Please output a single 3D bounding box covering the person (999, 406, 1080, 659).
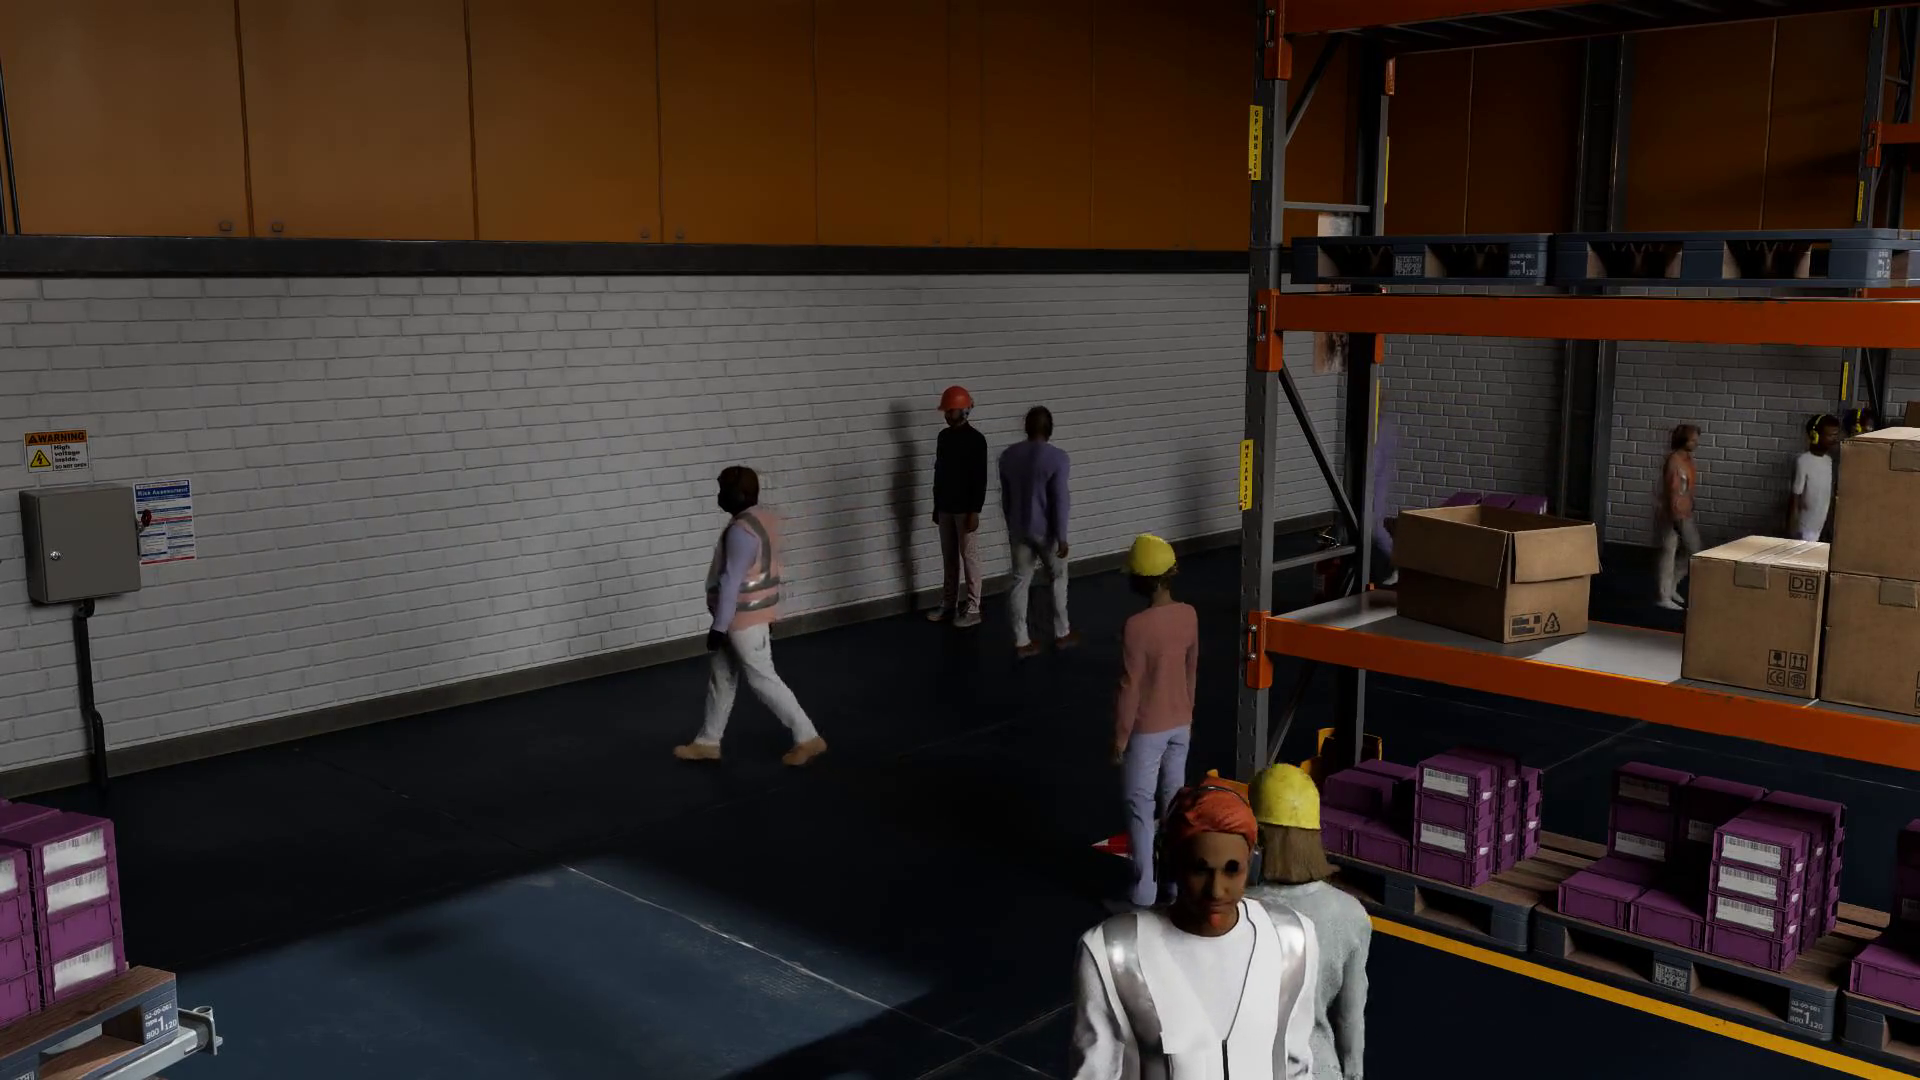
[{"bbox_3d":[0.647,-0.076,12.761,0.662,1.910,0.830,6,11,34],"label":"person"}]

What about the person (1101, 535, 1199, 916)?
[{"bbox_3d":[0.885,0.854,7.559,0.551,1.756,0.311,-9,13,-44],"label":"person"}]

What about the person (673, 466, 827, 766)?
[{"bbox_3d":[-1.233,0.457,9.858,0.929,1.810,0.625,0,9,0],"label":"person"}]

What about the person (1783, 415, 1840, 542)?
[{"bbox_3d":[6.620,-0.036,12.751,0.514,1.848,0.712,-9,13,-43],"label":"person"}]

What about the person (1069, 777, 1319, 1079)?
[{"bbox_3d":[0.511,1.428,3.638,0.584,1.882,0.337,-3,10,-16],"label":"person"}]

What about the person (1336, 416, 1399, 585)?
[{"bbox_3d":[3.815,-0.486,15.436,0.828,1.866,0.656,-2,9,-10],"label":"person"}]

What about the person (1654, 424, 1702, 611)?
[{"bbox_3d":[6.202,-0.191,14.357,0.523,1.622,0.369,-9,13,-43],"label":"person"}]

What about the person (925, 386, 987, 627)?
[{"bbox_3d":[-0.024,-0.283,13.792,0.379,1.994,0.611,-8,12,-39],"label":"person"}]

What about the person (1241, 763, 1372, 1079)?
[{"bbox_3d":[0.809,1.431,4.140,0.490,1.717,0.574,-2,10,-13],"label":"person"}]

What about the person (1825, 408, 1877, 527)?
[{"bbox_3d":[7.077,-0.149,13.439,0.614,1.850,0.522,6,11,31],"label":"person"}]
